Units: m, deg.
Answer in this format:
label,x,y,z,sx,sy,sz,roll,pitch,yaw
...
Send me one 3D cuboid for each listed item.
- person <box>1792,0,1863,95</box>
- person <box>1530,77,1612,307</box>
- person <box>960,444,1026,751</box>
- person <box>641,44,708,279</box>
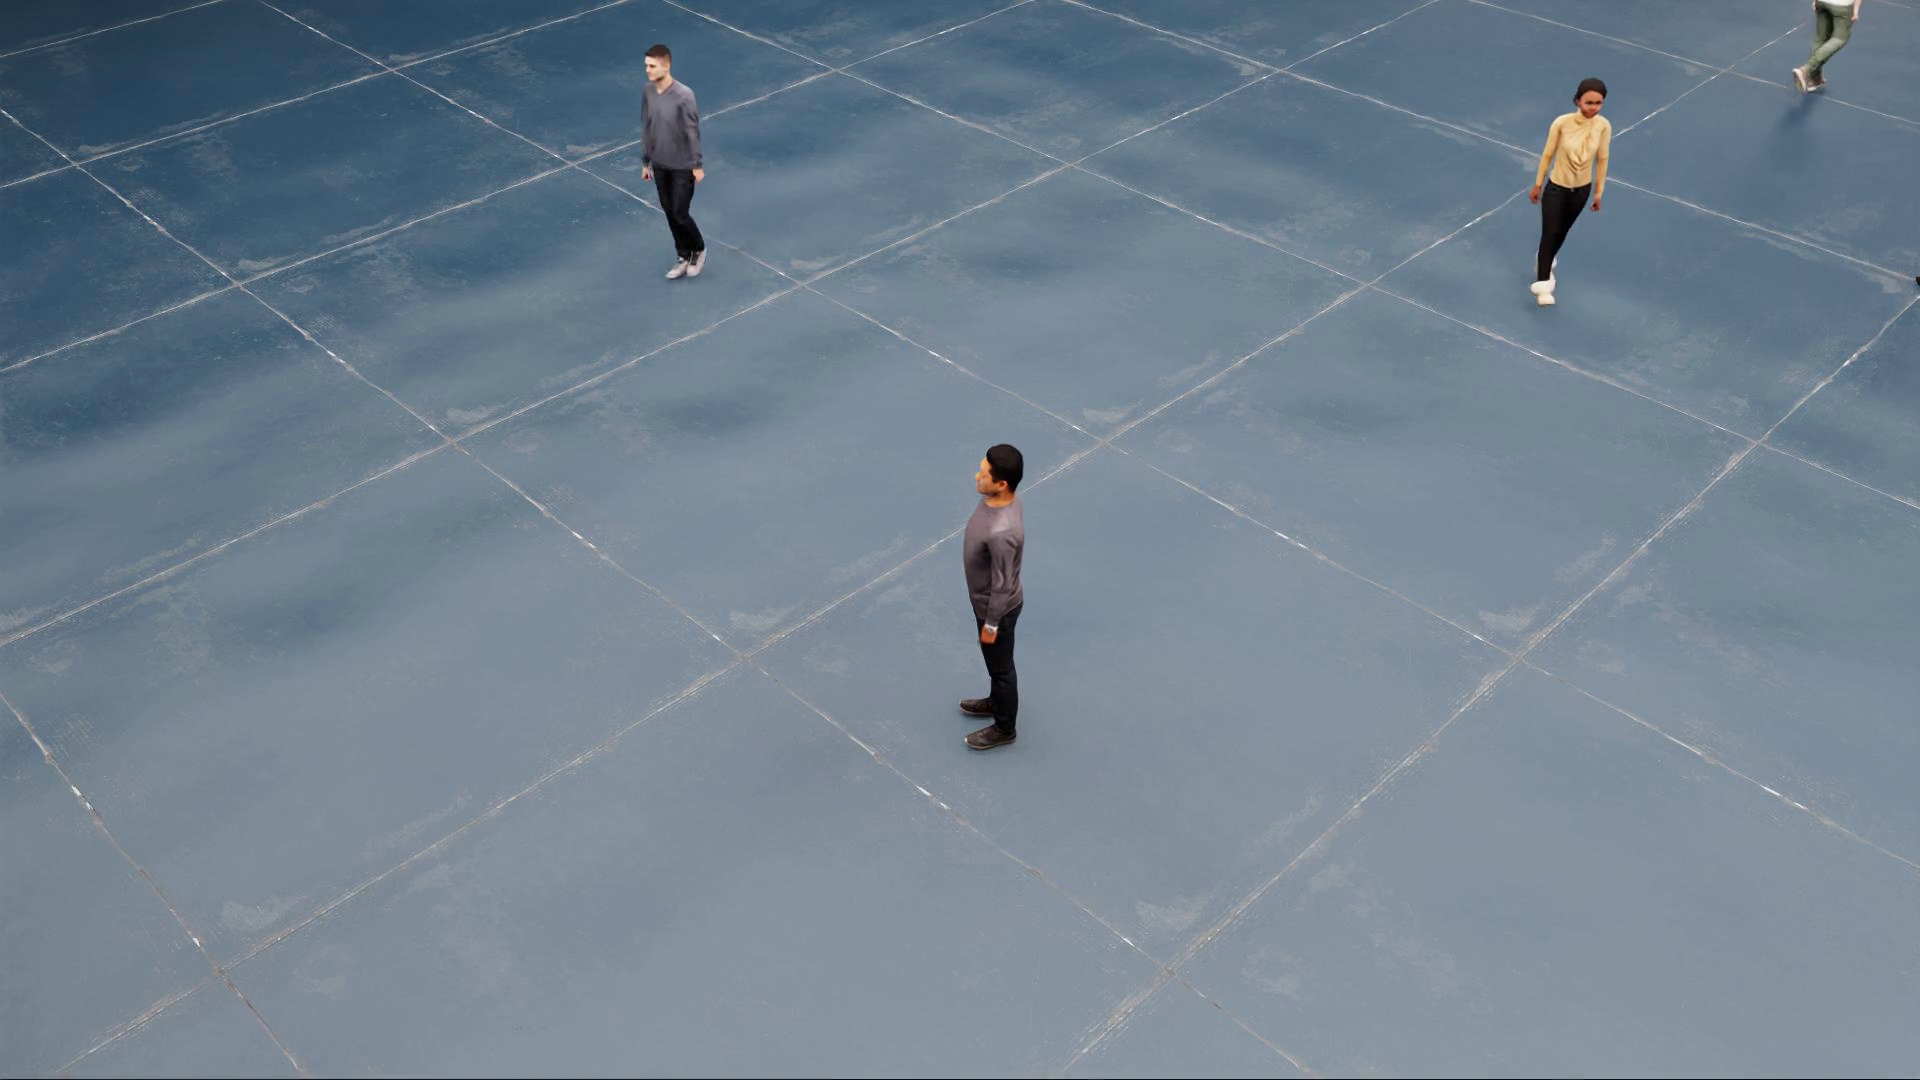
label,x,y,z,sx,sy,sz,roll,pitch,yaw
person,7.816,-4.779,14.894,0.930,1.645,0.673,-24,43,-28
person,4.355,-2.545,11.965,1.018,1.632,1.095,2,37,2
person,0.182,0.283,8.132,0.706,1.769,0.750,-25,44,-29
person,-2.044,-2.777,12.168,0.698,1.756,0.680,19,41,24
